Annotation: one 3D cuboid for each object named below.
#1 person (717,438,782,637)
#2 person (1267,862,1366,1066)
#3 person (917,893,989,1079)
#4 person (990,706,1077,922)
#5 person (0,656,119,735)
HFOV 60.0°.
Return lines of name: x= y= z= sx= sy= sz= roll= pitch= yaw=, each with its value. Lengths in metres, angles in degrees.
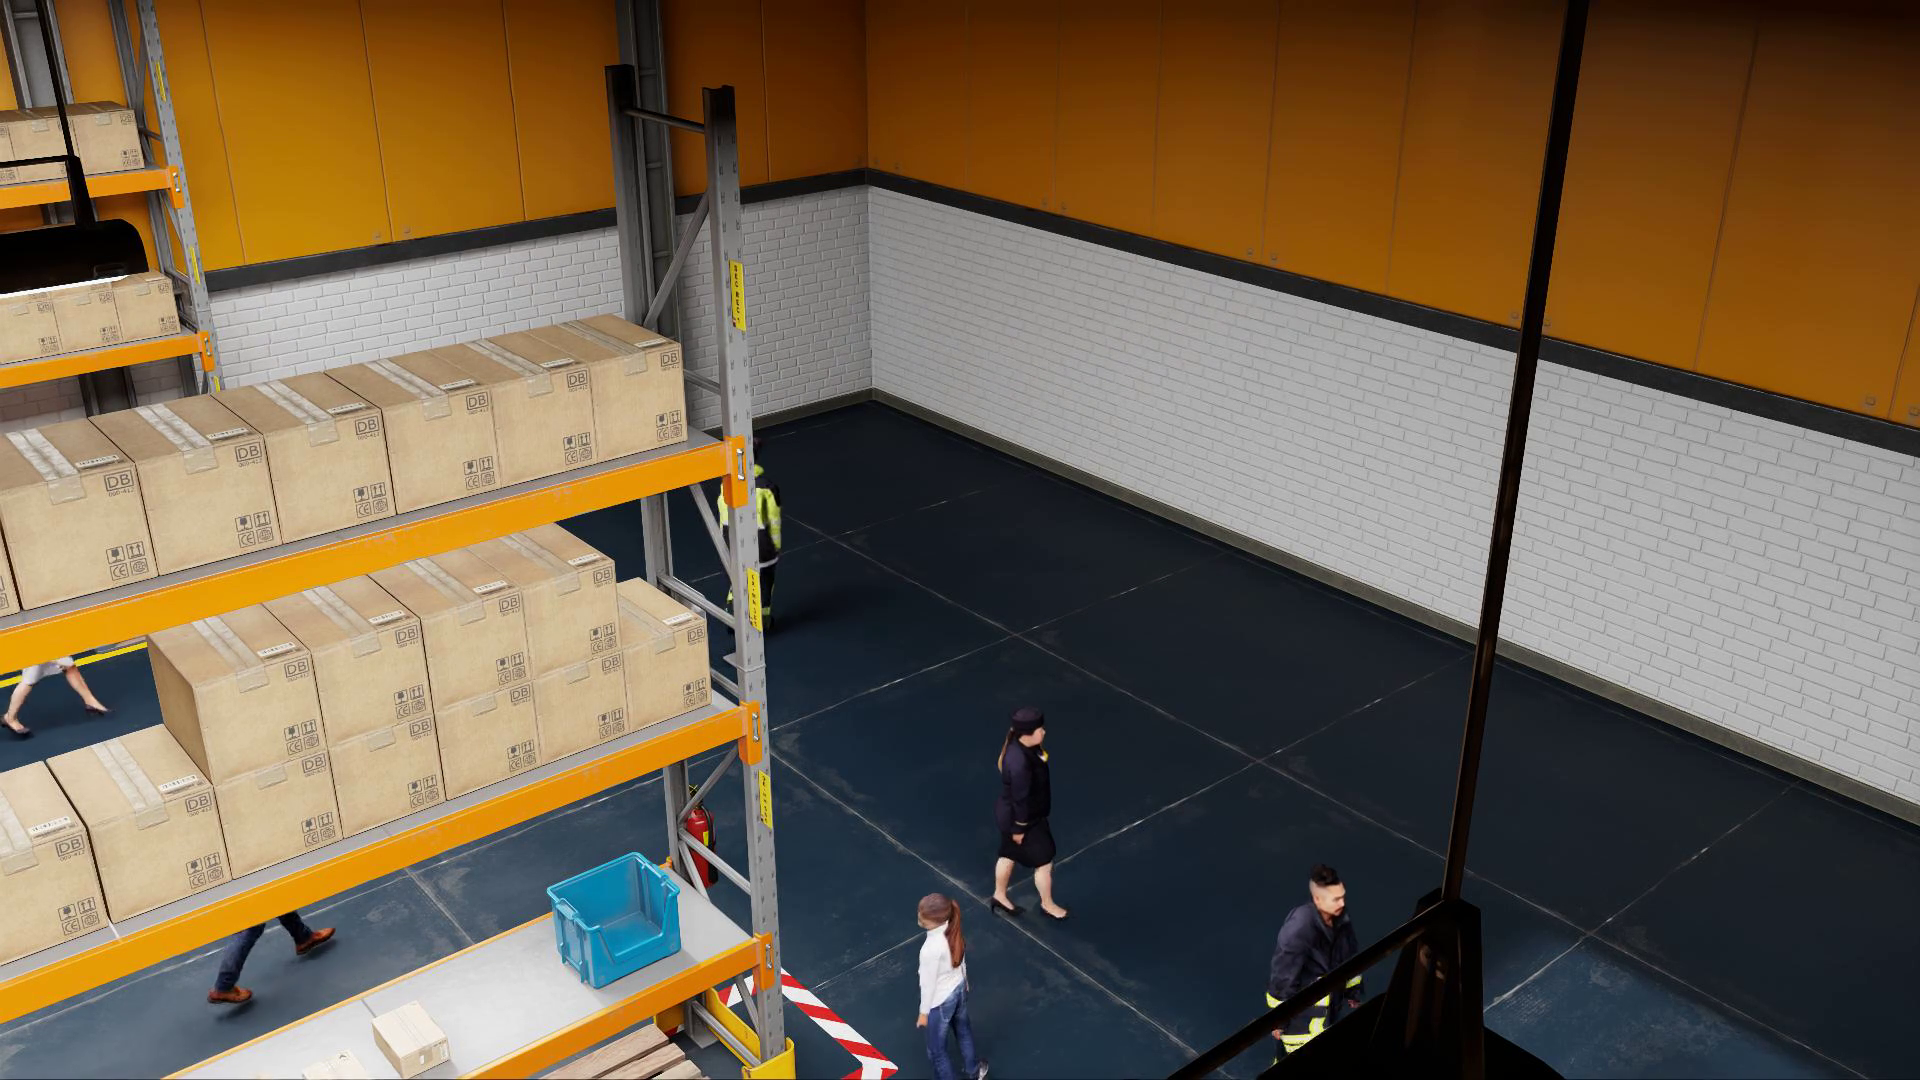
person: x=-1.967 y=0.030 z=15.310 sx=1.033 sy=1.966 sz=1.112 roll=6 pitch=24 yaw=14
person: x=1.941 y=2.593 z=9.592 sx=0.888 sy=1.850 sz=0.728 roll=19 pitch=30 yaw=37
person: x=-0.053 y=2.677 z=9.790 sx=0.837 sy=1.537 sz=0.619 roll=17 pitch=29 yaw=34
person: x=0.344 y=1.897 z=11.430 sx=1.004 sy=1.653 sz=0.937 roll=0 pitch=24 yaw=-1
person: x=-7.723 y=0.851 z=13.759 sx=1.170 sy=1.705 sz=0.830 roll=-9 pitch=25 yaw=-19
